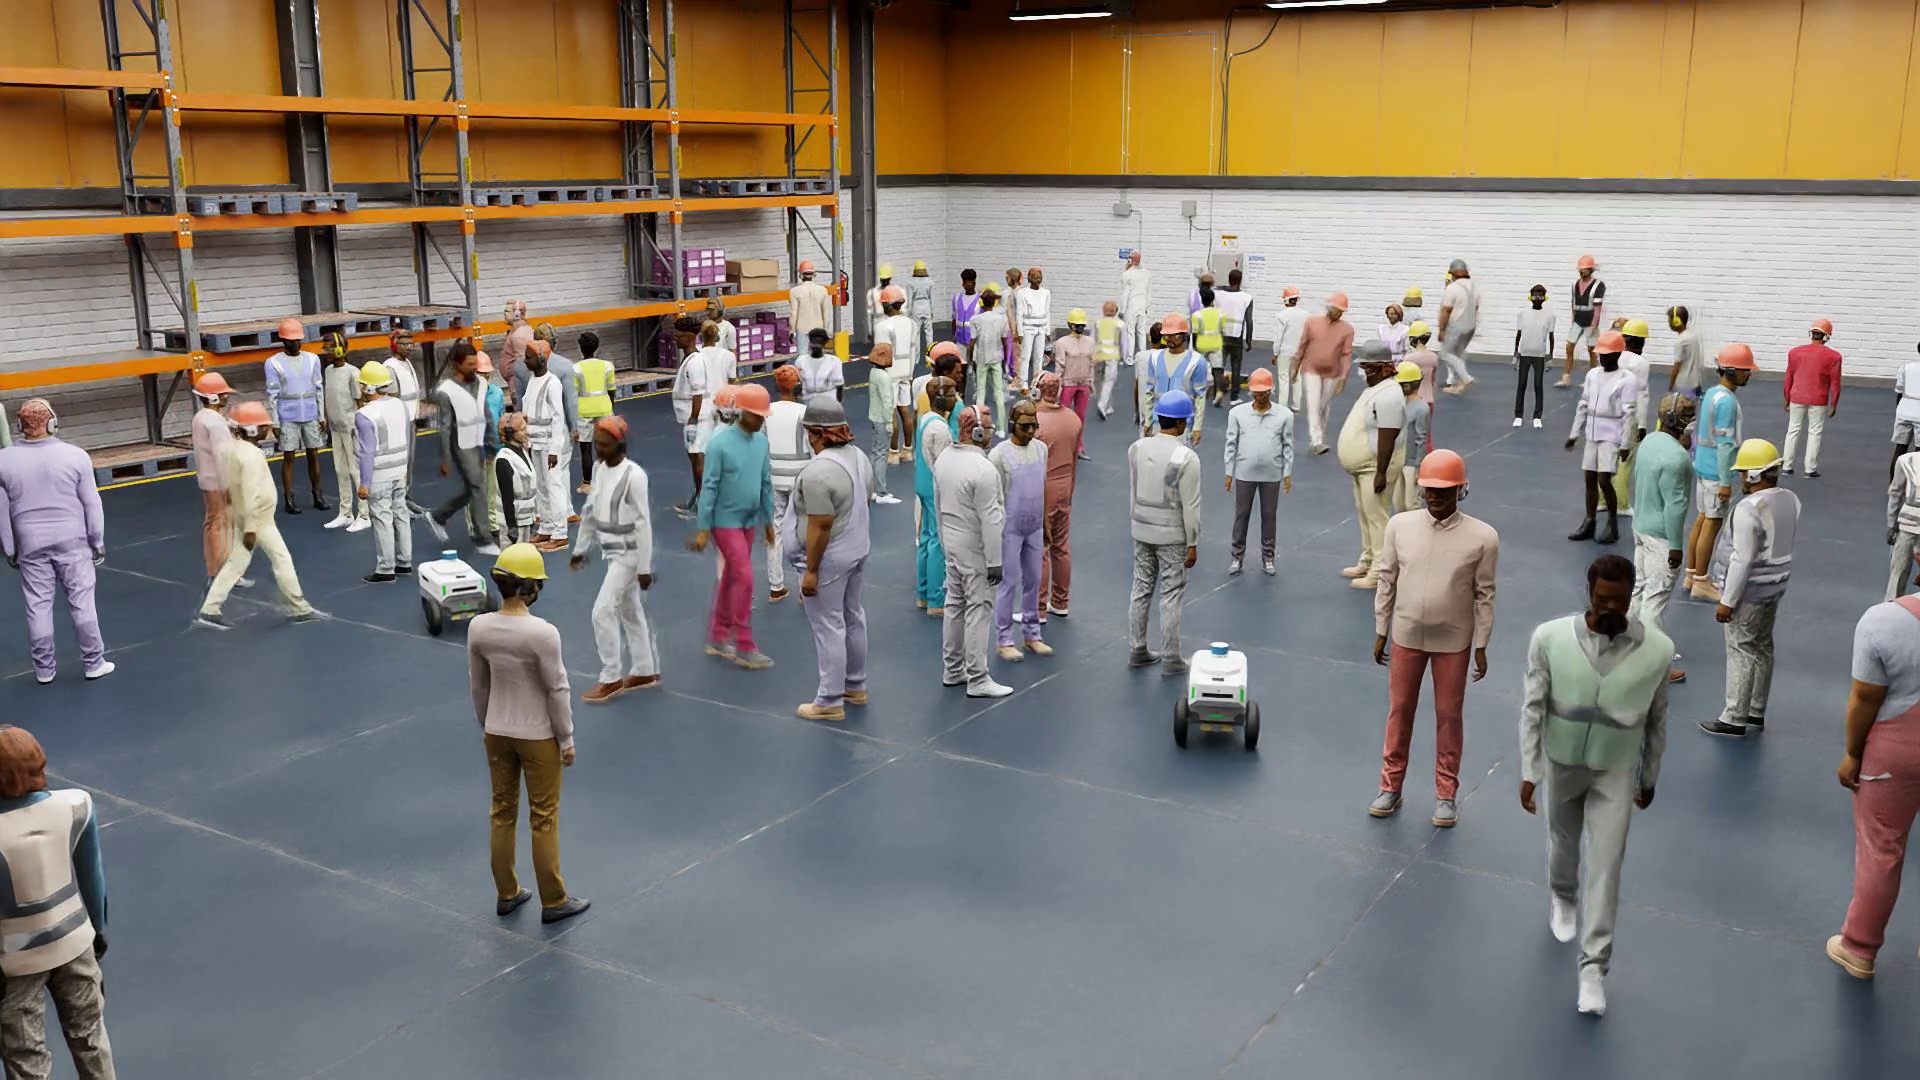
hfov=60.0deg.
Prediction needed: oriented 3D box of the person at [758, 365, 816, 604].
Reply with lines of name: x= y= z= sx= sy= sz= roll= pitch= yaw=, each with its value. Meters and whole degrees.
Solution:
person: x=-1.327 y=-0.430 z=13.021 sx=0.576 sy=1.882 sz=0.354 roll=4 pitch=14 yaw=16

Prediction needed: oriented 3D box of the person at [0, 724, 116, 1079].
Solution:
person: x=-3.103 y=1.406 z=5.590 sx=0.306 sy=1.637 sz=0.522 roll=7 pitch=15 yaw=29

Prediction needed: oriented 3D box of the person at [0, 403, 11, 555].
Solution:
person: x=-8.548 y=-0.653 z=14.506 sx=0.523 sy=1.645 sz=0.306 roll=-10 pitch=16 yaw=-37

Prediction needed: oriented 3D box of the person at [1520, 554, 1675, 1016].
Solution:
person: x=2.682 y=0.956 z=7.072 sx=0.582 sy=1.868 sz=1.026 roll=5 pitch=14 yaw=19

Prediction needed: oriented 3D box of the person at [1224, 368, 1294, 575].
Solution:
person: x=2.495 y=-0.568 z=13.900 sx=0.572 sy=1.748 sz=0.342 roll=2 pitch=13 yaw=8

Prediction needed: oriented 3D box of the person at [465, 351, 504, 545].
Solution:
person: x=-4.309 y=-0.835 z=15.058 sx=0.329 sy=1.751 sz=0.571 roll=8 pitch=15 yaw=31

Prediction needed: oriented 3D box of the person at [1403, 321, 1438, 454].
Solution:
person: x=4.856 y=-1.447 z=17.709 sx=0.518 sy=1.756 sz=0.342 roll=-9 pitch=16 yaw=-35

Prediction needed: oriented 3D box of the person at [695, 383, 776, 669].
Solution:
person: x=-1.463 y=-0.096 z=11.434 sx=0.810 sy=1.943 sz=0.653 roll=7 pitch=15 yaw=28

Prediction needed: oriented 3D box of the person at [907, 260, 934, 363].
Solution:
person: x=-0.676 y=-3.872 z=28.257 sx=0.487 sy=1.741 sz=0.313 roll=-4 pitch=13 yaw=-15

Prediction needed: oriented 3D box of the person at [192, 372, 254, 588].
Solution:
person: x=-6.022 y=-0.488 z=13.545 sx=0.335 sy=1.754 sz=0.567 roll=-10 pitch=16 yaw=-37

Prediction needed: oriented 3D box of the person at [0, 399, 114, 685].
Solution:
person: x=-6.014 y=0.014 z=11.040 sx=0.643 sy=1.909 sz=0.410 roll=-4 pitch=14 yaw=-16

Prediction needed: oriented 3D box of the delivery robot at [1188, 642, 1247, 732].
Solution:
delivery robot: x=1.572 y=0.865 z=10.105 sx=0.477 sy=0.478 sz=0.707 roll=2 pitch=13 yaw=10

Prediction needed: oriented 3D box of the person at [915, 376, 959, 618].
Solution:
person: x=-0.170 y=-0.331 z=12.669 sx=0.326 sy=1.843 sz=0.515 roll=-4 pitch=14 yaw=-17

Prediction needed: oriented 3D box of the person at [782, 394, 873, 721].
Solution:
person: x=-0.846 y=0.097 z=10.386 sx=0.535 sy=2.000 sz=0.688 roll=6 pitch=14 yaw=23

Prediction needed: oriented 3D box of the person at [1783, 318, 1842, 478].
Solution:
person: x=9.318 y=-1.550 z=18.195 sx=0.574 sy=1.739 sz=0.350 roll=11 pitch=17 yaw=40

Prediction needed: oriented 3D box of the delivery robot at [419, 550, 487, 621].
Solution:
delivery robot: x=-3.808 y=0.321 z=12.464 sx=0.477 sy=0.478 sz=0.707 roll=-8 pitch=15 yaw=-31

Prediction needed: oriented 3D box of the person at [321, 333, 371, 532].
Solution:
person: x=-5.777 y=-1.010 z=15.572 sx=0.514 sy=1.868 sz=0.328 roll=8 pitch=15 yaw=31

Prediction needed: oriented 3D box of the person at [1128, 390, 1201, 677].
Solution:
person: x=1.384 y=-0.043 z=11.220 sx=0.414 sy=1.941 sz=0.607 roll=-11 pitch=17 yaw=-40

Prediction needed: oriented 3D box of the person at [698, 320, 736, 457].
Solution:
person: x=-2.517 y=-1.313 z=16.929 sx=0.516 sy=1.843 sz=0.326 roll=-4 pitch=14 yaw=-18

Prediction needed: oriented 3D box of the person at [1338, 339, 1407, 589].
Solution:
person: x=3.344 y=-0.631 z=13.542 sx=0.536 sy=2.000 sz=0.689 roll=1 pitch=13 yaw=4

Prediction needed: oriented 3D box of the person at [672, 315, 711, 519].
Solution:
person: x=-2.605 y=-1.193 z=16.142 sx=0.367 sy=1.966 sz=0.606 roll=-3 pitch=13 yaw=-13

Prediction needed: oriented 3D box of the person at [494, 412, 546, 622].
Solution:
person: x=-3.259 y=-0.128 z=12.237 sx=0.310 sy=1.642 sz=0.514 roll=0 pitch=13 yaw=-1

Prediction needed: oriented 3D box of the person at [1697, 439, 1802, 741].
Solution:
person: x=4.742 y=0.296 z=9.998 sx=0.586 sy=1.823 sz=0.403 roll=-10 pitch=16 yaw=-37

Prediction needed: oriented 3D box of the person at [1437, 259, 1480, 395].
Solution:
person: x=7.297 y=-3.123 z=24.352 sx=0.712 sy=2.000 sz=0.633 roll=-10 pitch=16 yaw=-37

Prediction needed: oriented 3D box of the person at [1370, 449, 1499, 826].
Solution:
person: x=2.467 y=0.508 z=8.701 sx=0.611 sy=1.996 sz=0.378 roll=6 pitch=14 yaw=25

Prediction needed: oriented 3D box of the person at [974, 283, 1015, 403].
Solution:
person: x=0.460 y=-2.784 z=23.629 sx=0.493 sy=1.700 sz=0.894 roll=-7 pitch=15 yaw=-27

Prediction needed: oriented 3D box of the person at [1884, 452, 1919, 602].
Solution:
person: x=6.937 y=-0.059 z=11.947 sx=0.515 sy=1.636 sz=0.315 roll=6 pitch=14 yaw=26

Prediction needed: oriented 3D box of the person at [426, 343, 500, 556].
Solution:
person: x=-4.406 y=-0.805 z=14.646 sx=0.829 sy=1.887 sz=0.635 roll=4 pitch=14 yaw=18

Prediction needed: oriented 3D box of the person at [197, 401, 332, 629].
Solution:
person: x=-5.240 y=-0.174 z=12.303 sx=0.919 sy=1.710 sz=0.566 roll=-8 pitch=15 yaw=-31

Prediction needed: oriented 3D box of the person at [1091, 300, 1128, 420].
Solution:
person: x=1.965 y=-2.423 z=22.329 sx=0.531 sy=1.584 sz=0.889 roll=6 pitch=14 yaw=23

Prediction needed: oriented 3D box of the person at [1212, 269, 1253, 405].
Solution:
person: x=3.836 y=-2.861 z=23.521 sx=0.601 sy=1.906 sz=0.411 roll=4 pitch=14 yaw=18

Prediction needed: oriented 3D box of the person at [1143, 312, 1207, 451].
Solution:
person: x=2.005 y=-1.117 z=15.646 sx=0.607 sy=2.044 sz=0.372 roll=7 pitch=15 yaw=29

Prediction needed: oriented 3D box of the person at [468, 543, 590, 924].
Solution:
person: x=-1.980 y=0.882 z=7.601 sx=0.524 sy=1.760 sz=0.327 roll=6 pitch=14 yaw=23

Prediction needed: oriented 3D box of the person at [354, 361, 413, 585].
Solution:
person: x=-4.743 y=-0.550 z=13.641 sx=0.403 sy=1.837 sz=0.590 roll=4 pitch=13 yaw=16

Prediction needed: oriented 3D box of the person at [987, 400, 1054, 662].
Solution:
person: x=0.420 y=-0.064 z=11.548 sx=0.518 sy=1.835 sz=0.357 roll=-10 pitch=16 yaw=-37

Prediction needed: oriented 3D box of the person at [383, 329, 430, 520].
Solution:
person: x=-5.415 y=-1.124 z=16.118 sx=0.373 sy=1.839 sz=0.571 roll=-1 pitch=13 yaw=-4

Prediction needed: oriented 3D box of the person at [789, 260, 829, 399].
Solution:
person: x=-2.199 y=-3.039 z=24.089 sx=0.624 sy=1.992 sz=0.390 roll=-7 pitch=15 yaw=-29

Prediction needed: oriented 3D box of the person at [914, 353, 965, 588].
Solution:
person: x=-0.151 y=-0.569 z=13.551 sx=0.398 sy=1.916 sz=0.590 roll=-9 pitch=16 yaw=-33

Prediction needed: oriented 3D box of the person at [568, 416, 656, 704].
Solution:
person: x=-2.275 y=0.123 z=10.687 sx=0.710 sy=1.855 sz=0.637 roll=-8 pitch=15 yaw=-30
